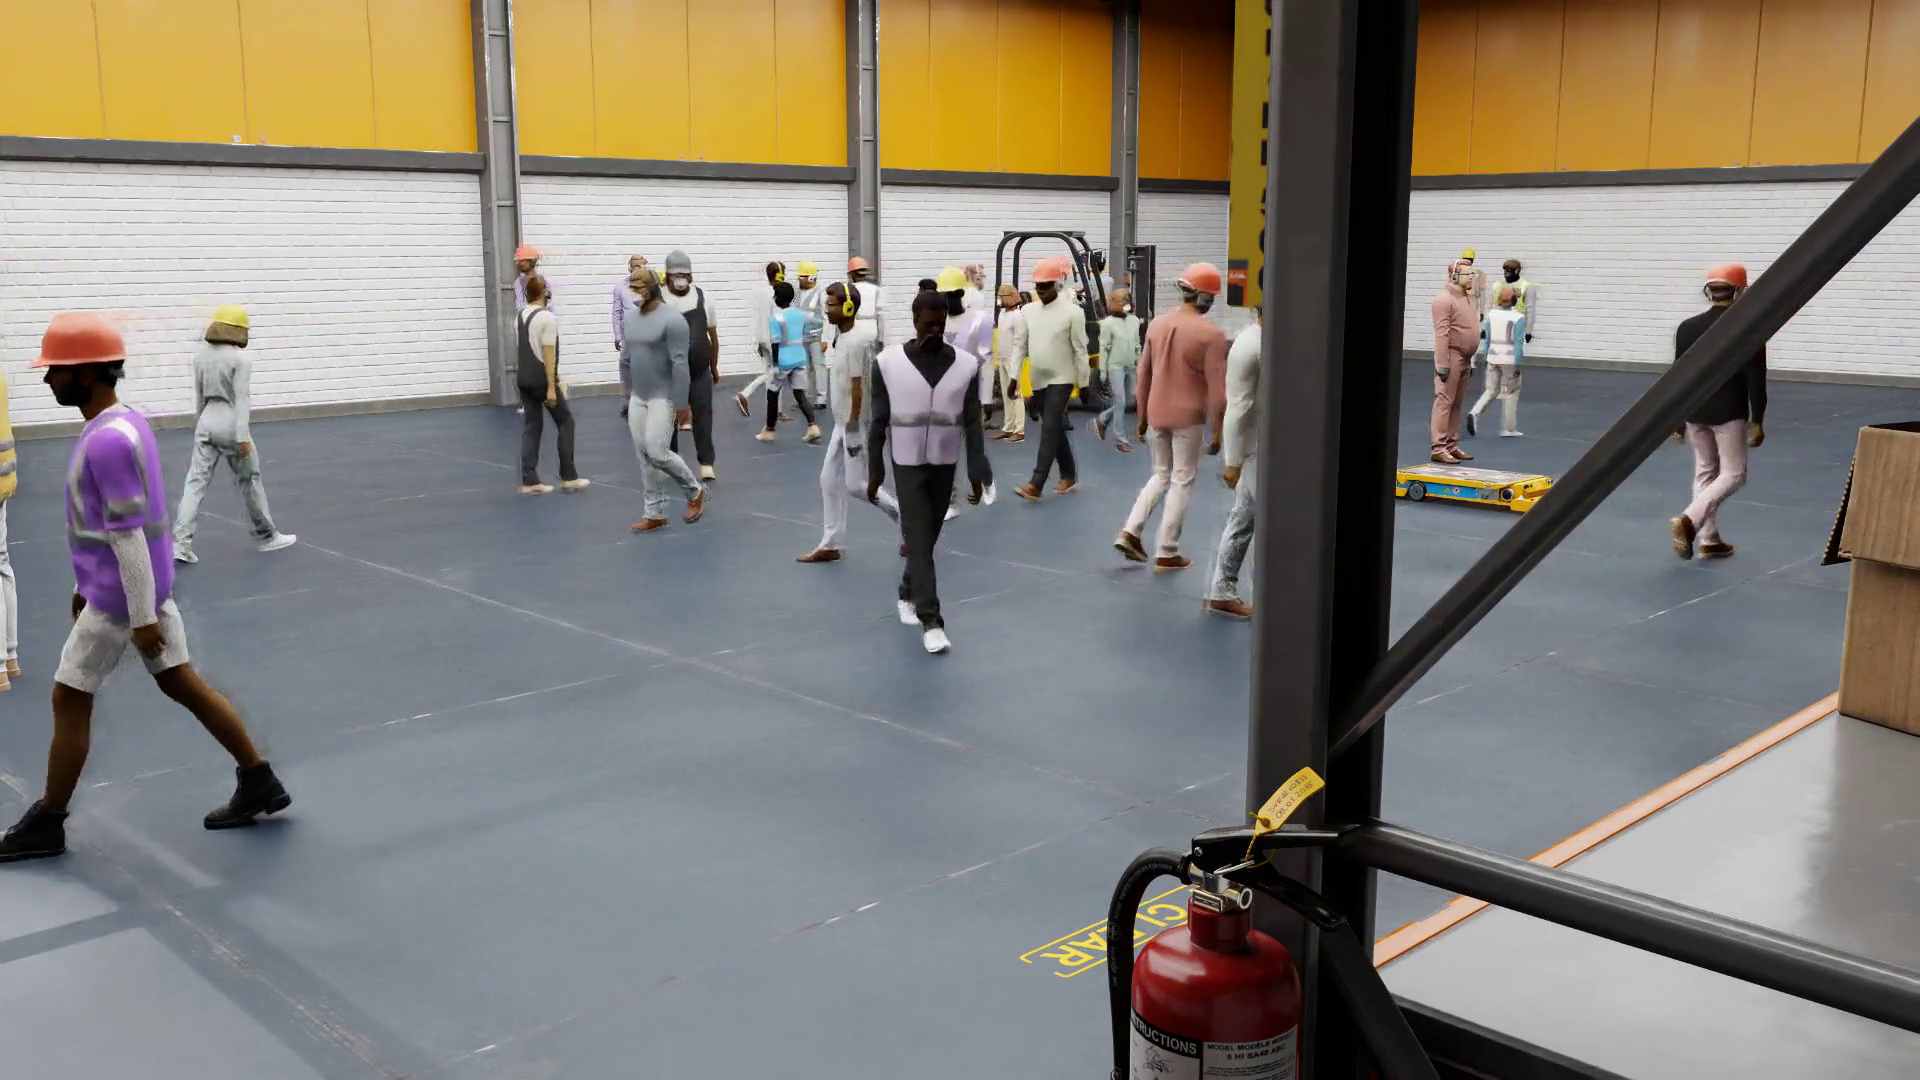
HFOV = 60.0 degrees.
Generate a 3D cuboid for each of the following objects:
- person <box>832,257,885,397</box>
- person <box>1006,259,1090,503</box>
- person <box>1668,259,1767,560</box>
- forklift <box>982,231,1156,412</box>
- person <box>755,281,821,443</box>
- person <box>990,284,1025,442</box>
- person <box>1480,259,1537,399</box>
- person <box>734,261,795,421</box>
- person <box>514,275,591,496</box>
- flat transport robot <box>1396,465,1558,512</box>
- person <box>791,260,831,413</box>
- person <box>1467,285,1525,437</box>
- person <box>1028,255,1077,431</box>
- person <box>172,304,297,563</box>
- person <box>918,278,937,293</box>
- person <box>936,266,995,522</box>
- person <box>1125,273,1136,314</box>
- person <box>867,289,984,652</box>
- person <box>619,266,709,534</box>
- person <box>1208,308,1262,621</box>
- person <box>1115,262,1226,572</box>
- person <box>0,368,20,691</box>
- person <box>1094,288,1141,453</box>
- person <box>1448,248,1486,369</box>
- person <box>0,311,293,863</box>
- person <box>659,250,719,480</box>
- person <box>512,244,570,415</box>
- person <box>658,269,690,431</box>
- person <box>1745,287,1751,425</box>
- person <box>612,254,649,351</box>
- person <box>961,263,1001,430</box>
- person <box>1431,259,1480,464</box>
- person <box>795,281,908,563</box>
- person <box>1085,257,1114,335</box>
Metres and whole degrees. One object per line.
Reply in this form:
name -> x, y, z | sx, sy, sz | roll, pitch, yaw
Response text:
person -> -1.167, -2.487, 20.193 | 0.561, 1.881, 1.022 | -7, 12, -33
person -> 0.720, -1.290, 13.465 | 0.600, 1.940, 1.027 | 9, 14, 40
person -> 4.870, -0.818, 10.768 | 0.757, 1.975, 0.630 | -6, 12, -31
forklift -> 1.222, -2.721, 20.561 | 2.313, 2.155, 1.214 | 2, 11, 13
person -> -1.769, -1.828, 17.112 | 0.736, 1.671, 0.533 | 9, 14, 39
person -> 0.511, -1.827, 17.218 | 0.274, 1.632, 0.503 | -4, 11, -23
person -> 7.095, -2.730, 21.624 | 0.500, 1.826, 0.630 | -7, 12, -33
person -> -2.224, -2.254, 18.985 | 0.615, 1.845, 0.513 | -7, 12, -33
person -> -3.365, -1.273, 13.728 | 0.550, 1.808, 0.753 | 9, 14, 40
flat transport robot -> 4.113, -0.433, 13.337 | 0.652, 0.197, 1.431 | -10, 14, -44
person -> -1.809, -2.454, 20.106 | 0.592, 1.828, 0.404 | 10, 14, 44
person -> 5.666, -1.867, 17.468 | 0.658, 1.616, 0.523 | -6, 12, -32
person -> 1.035, -2.182, 18.367 | 0.555, 1.922, 0.721 | -5, 11, -25
person -> -4.862, -0.703, 10.961 | 0.530, 1.680, 0.931 | 4, 11, 21
person -> -0.189, -2.092, 18.563 | 0.630, 1.670, 0.536 | -3, 11, -14
person -> 0.013, -1.114, 12.592 | 0.608, 1.907, 0.714 | 4, 11, 23
person -> 2.593, -3.294, 25.292 | 0.765, 1.607, 0.506 | -8, 13, -37
person -> -0.187, -0.394, 8.820 | 0.602, 1.864, 1.041 | -4, 11, -19
person -> -2.157, -0.999, 11.938 | 0.634, 1.923, 0.508 | 9, 13, 39
person -> 1.745, -0.460, 9.011 | 0.898, 1.902, 0.654 | 6, 12, 30
person -> 1.384, -0.767, 10.539 | 0.617, 1.959, 0.660 | -9, 14, -40
person -> -4.654, -0.200, 7.780 | 0.429, 1.844, 0.625 | -3, 11, -17
person -> 1.545, -1.689, 16.501 | 0.501, 1.619, 0.589 | -9, 14, -40
person -> 8.065, -3.683, 26.535 | 0.594, 1.926, 0.367 | 2, 11, 13
person -> -2.886, 0.152, 5.765 | 1.015, 1.892, 0.551 | -3, 11, -17
person -> -2.408, -1.527, 14.473 | 0.709, 2.000, 0.858 | -4, 11, -21
person -> -5.038, -2.512, 19.873 | 0.620, 2.029, 0.617 | 7, 13, 34
person -> -3.160, -2.044, 18.038 | 0.326, 1.767, 0.533 | 6, 12, 28
person -> 8.377, -1.947, 17.976 | 0.861, 1.596, 0.531 | -7, 12, -33
person -> -3.787, -2.423, 19.727 | 0.644, 1.907, 0.400 | -2, 11, -8
person -> -0.017, -2.066, 17.959 | 1.024, 1.853, 0.655 | -4, 11, -23
person -> 4.676, -1.679, 15.668 | 0.409, 1.908, 0.639 | 8, 13, 37
person -> -0.652, -0.752, 10.799 | 0.797, 1.847, 0.518 | -3, 11, -14
person -> 1.917, -3.044, 23.207 | 0.521, 1.873, 0.335 | -7, 12, -34
